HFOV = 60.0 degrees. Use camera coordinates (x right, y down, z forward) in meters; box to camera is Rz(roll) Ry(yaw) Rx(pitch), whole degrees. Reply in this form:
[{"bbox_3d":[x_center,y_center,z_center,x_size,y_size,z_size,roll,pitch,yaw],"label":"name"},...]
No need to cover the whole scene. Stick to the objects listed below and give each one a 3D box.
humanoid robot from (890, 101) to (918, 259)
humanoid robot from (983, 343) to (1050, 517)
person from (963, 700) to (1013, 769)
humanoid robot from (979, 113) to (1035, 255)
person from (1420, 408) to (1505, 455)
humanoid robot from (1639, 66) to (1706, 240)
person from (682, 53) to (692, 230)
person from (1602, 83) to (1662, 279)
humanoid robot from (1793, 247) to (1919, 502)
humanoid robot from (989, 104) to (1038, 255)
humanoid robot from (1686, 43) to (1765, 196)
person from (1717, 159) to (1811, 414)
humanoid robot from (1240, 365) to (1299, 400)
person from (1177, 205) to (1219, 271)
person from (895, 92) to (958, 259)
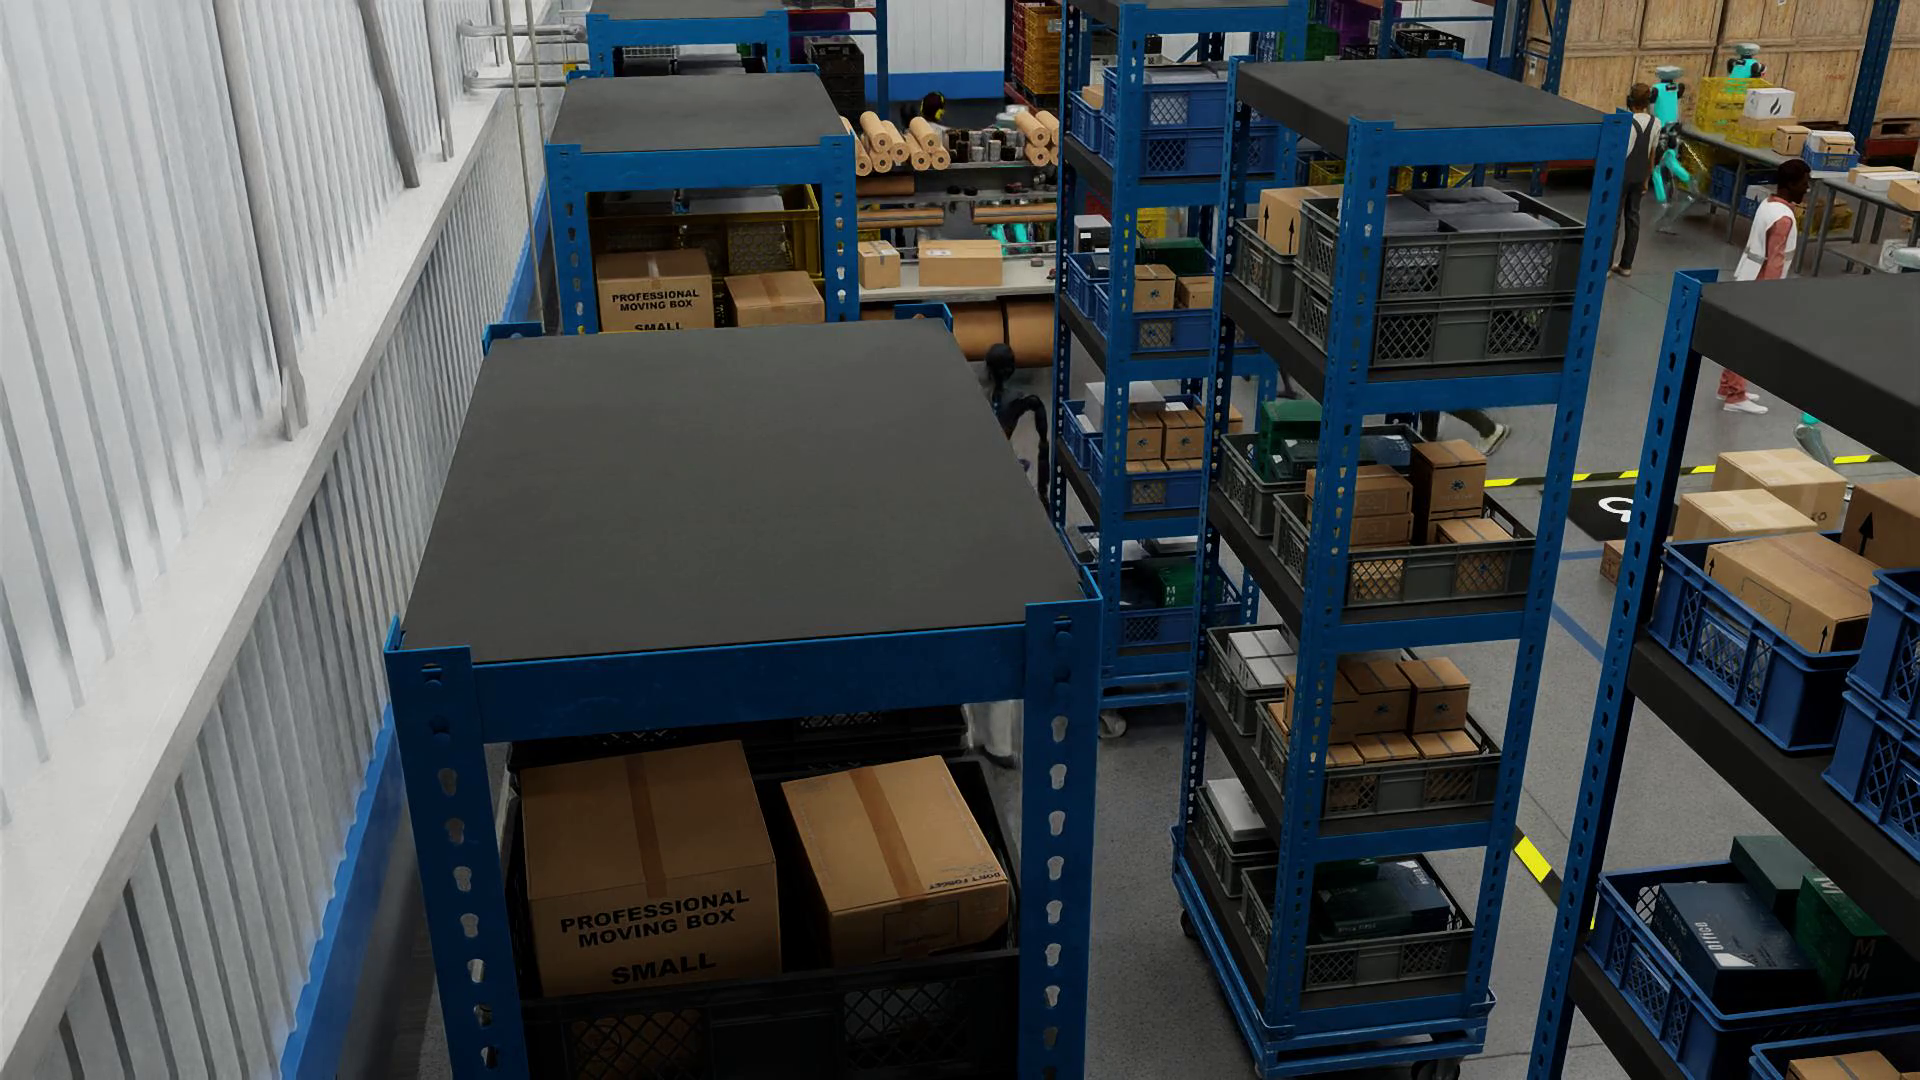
[{"bbox_3d":[-0.527,-3.352,15.922,0.589,1.640,0.594,-1,25,-2],"label":"humanoid robot"},{"bbox_3d":[0.226,-0.309,9.291,0.592,1.639,0.610,3,25,7],"label":"humanoid robot"},{"bbox_3d":[0.096,0.239,7.936,0.578,1.808,0.500,-23,33,-40],"label":"person"},{"bbox_3d":[0.466,-2.812,14.638,0.543,1.786,0.689,-6,25,-12],"label":"humanoid robot"},{"bbox_3d":[3.389,-1.349,11.388,0.703,1.818,0.594,-1,25,-1],"label":"person"},{"bbox_3d":[7.332,-3.881,17.021,0.539,1.808,0.792,-15,29,-29],"label":"humanoid robot"},{"bbox_3d":[-2.746,-4.143,17.412,0.492,1.861,0.328,15,29,29],"label":"person"},{"bbox_3d":[6.328,-3.402,15.806,0.511,1.845,0.341,-7,26,-14],"label":"person"},{"bbox_3d":[5.770,-1.104,10.780,0.735,1.677,0.533,15,28,29],"label":"humanoid robot"},{"bbox_3d":[0.464,-3.221,15.551,0.569,1.771,0.846,-3,25,-7],"label":"humanoid robot"},{"bbox_3d":[8.459,-4.579,18.636,0.727,1.897,0.540,-5,25,-10],"label":"humanoid robot"},{"bbox_3d":[6.012,-1.898,12.470,0.394,1.911,0.579,7,26,15],"label":"person"},{"bbox_3d":[2.353,-1.926,12.831,0.715,1.634,0.600,15,29,30],"label":"humanoid robot"},{"bbox_3d":[2.183,-2.980,15.036,0.487,1.717,0.668,-1,25,-2],"label":"person"},{"bbox_3d":[-0.328,-3.194,15.352,0.553,1.843,0.533,-7,26,-15],"label":"person"}]
